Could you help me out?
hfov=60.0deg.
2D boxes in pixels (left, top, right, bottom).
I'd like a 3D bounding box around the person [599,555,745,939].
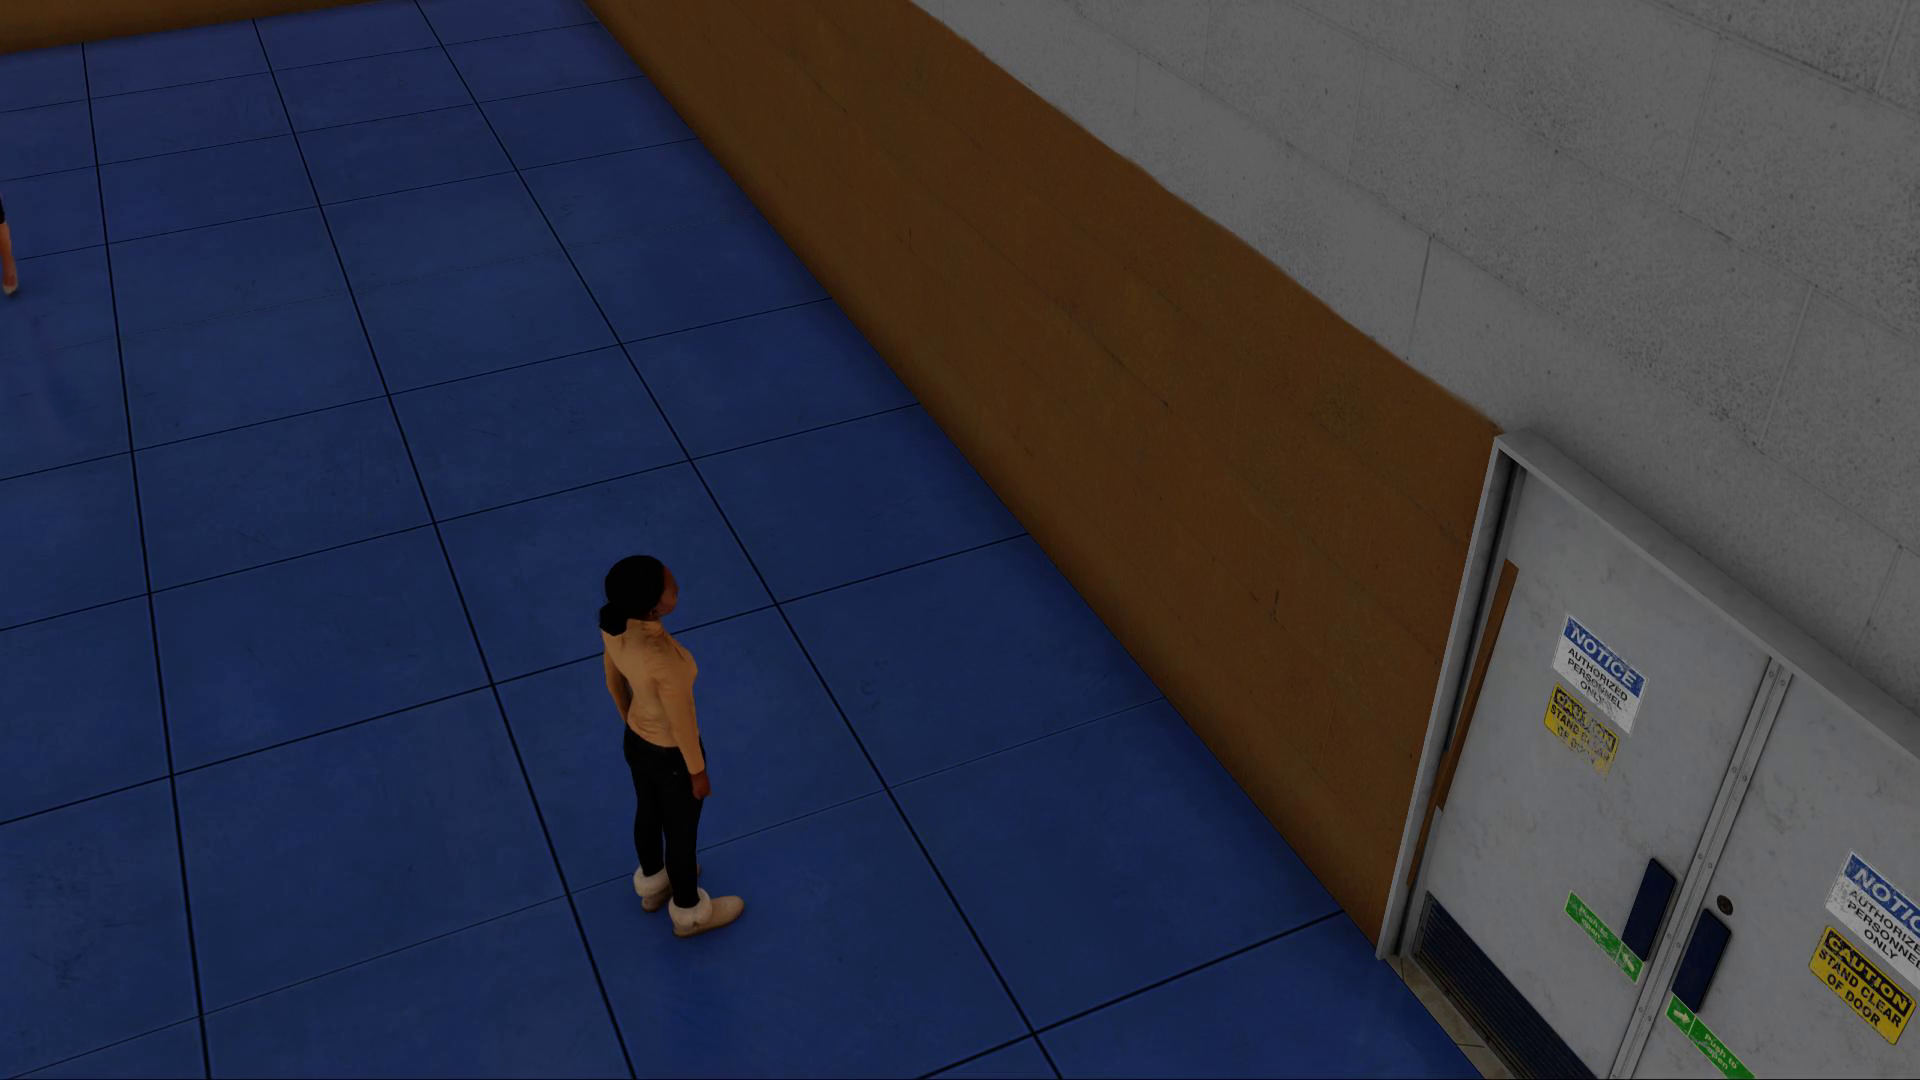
[{"bbox_3d":[-1.059,0.730,5.866,0.642,1.659,0.666,-30,46,-33],"label":"person"}]
